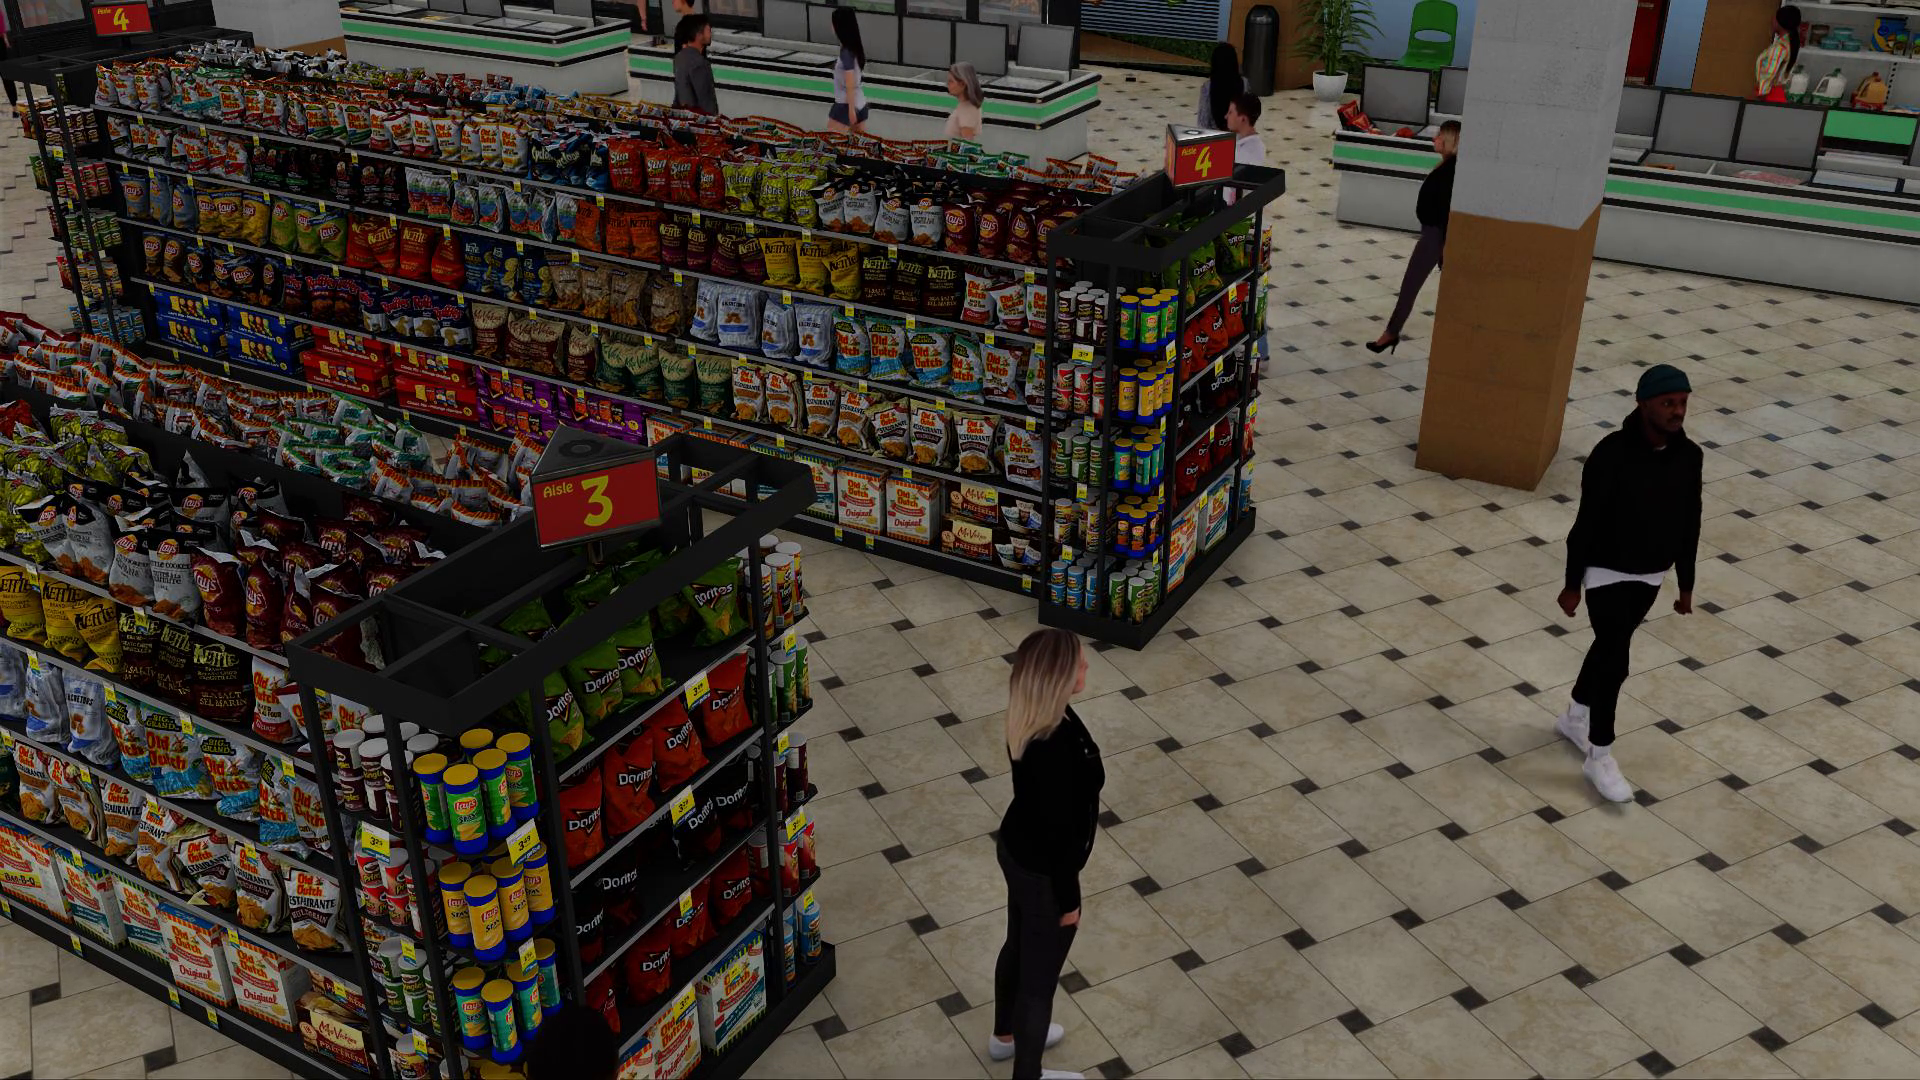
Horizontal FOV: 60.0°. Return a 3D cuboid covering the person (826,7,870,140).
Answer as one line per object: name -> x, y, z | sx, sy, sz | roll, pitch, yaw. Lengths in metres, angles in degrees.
person -> -0.890, -3.839, 14.788 | 1.161, 1.670, 0.902 | 2, 27, 5

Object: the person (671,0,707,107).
person -> -2.355, -4.135, 15.173 | 0.911, 1.848, 0.820 | 4, 27, 8

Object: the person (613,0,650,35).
person -> -4.536, -7.686, 22.278 | 1.030, 1.756, 1.297 | -18, 32, -31

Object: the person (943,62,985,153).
person -> 0.136, -2.711, 12.521 | 1.163, 1.708, 0.890 | 4, 27, 7

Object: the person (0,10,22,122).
person -> -10.368, -5.321, 17.679 | 0.680, 1.699, 0.727 | -10, 28, -18

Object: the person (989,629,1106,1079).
person -> 0.240, 1.025, 5.184 | 0.743, 1.681, 0.691 | -6, 27, -11

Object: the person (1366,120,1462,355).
person -> 3.289, -1.925, 11.063 | 1.038, 1.624, 0.627 | 12, 29, 23

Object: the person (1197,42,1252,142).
person -> 2.092, -3.019, 13.169 | 1.213, 1.671, 1.112 | -1, 27, -2

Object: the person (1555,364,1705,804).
person -> 2.689, 0.097, 6.879 | 0.973, 1.803, 1.042 | -8, 28, -16

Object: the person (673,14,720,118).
person -> -2.193, -3.277, 13.508 | 1.223, 1.825, 1.263 | -12, 29, -22
